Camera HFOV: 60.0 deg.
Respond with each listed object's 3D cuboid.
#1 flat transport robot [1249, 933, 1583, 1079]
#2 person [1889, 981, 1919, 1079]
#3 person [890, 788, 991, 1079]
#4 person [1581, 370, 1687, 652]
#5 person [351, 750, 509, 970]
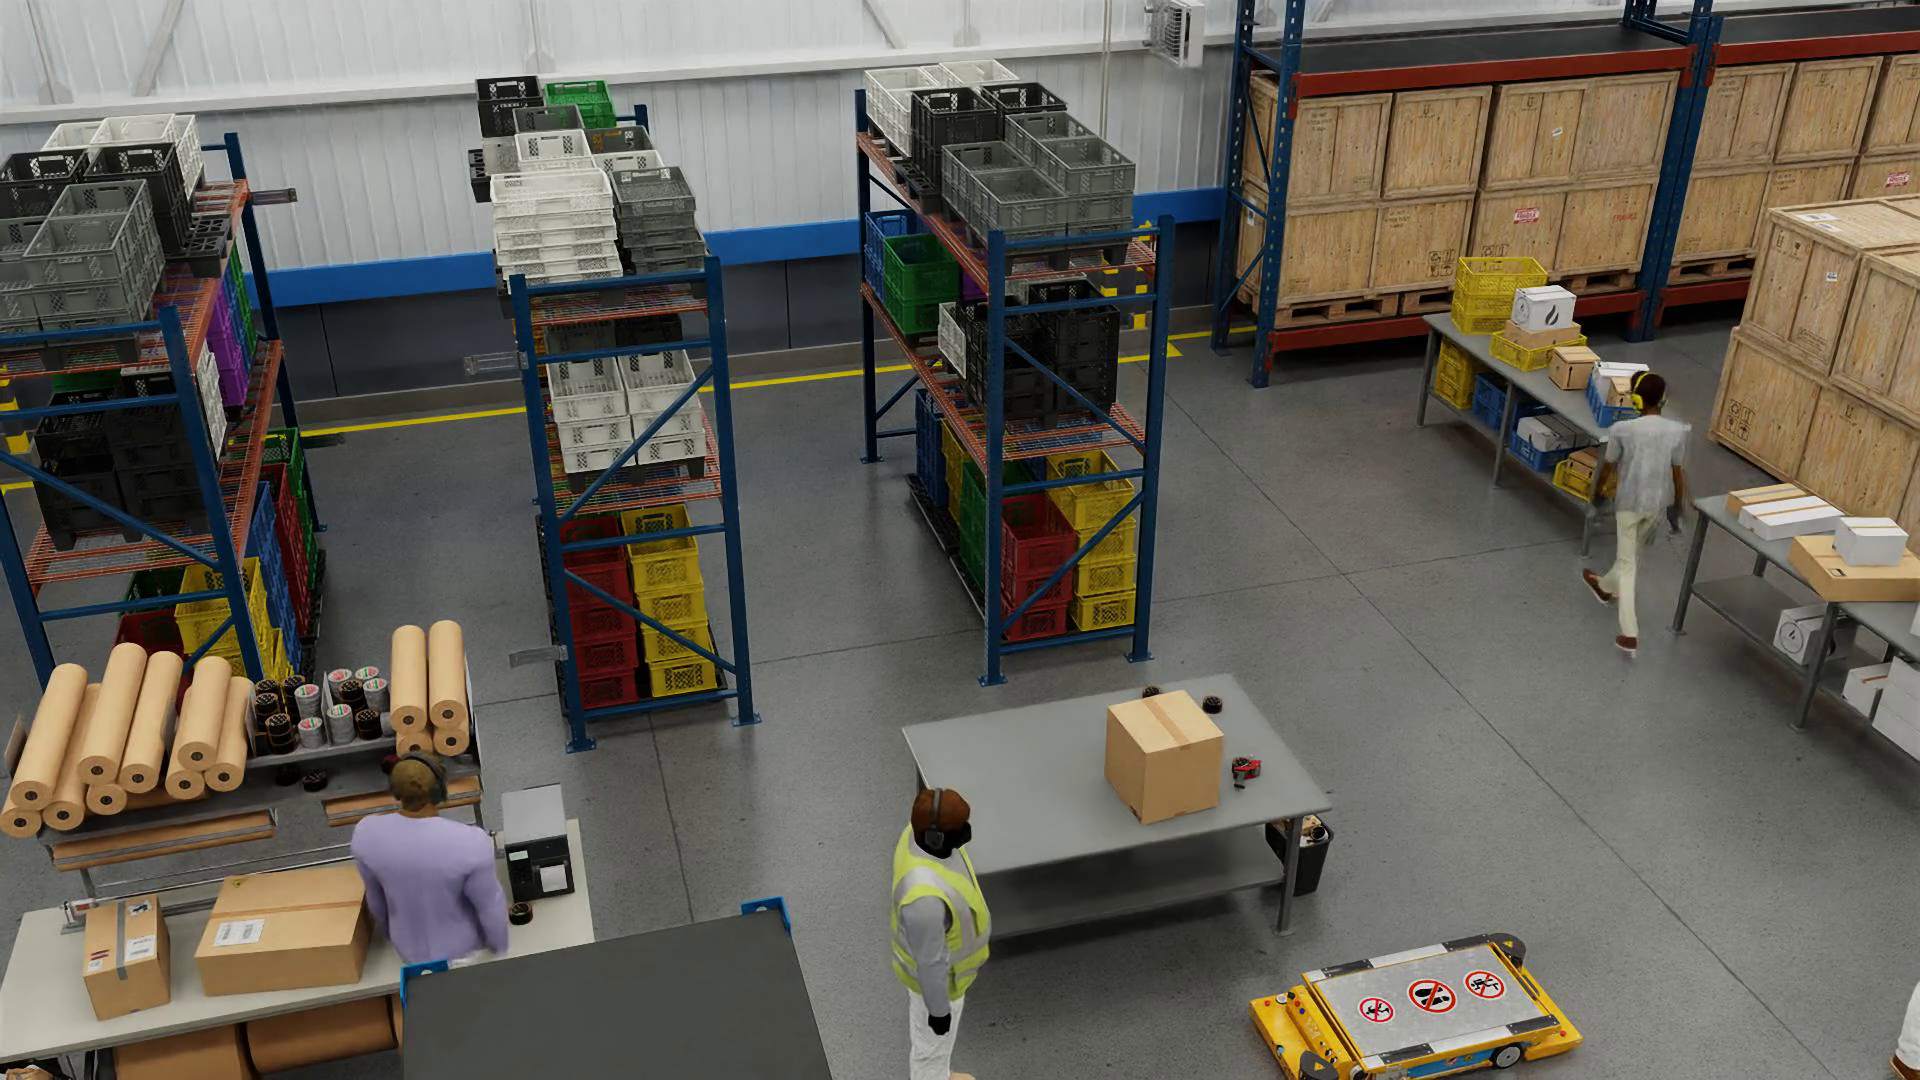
[{"bbox_3d":[2.184,2.282,7.980,1.431,0.197,0.652,-8,30,-14],"label":"flat transport robot"},{"bbox_3d":[4.597,1.683,7.407,0.573,1.885,0.357,-14,32,-24],"label":"person"},{"bbox_3d":[-0.081,1.830,7.183,0.429,1.843,0.633,0,29,-1],"label":"person"},{"bbox_3d":[4.453,-0.213,10.938,0.561,1.815,1.001,-2,29,-3],"label":"person"},{"bbox_3d":[-2.254,1.746,7.253,0.628,1.929,0.373,5,29,8],"label":"person"}]
